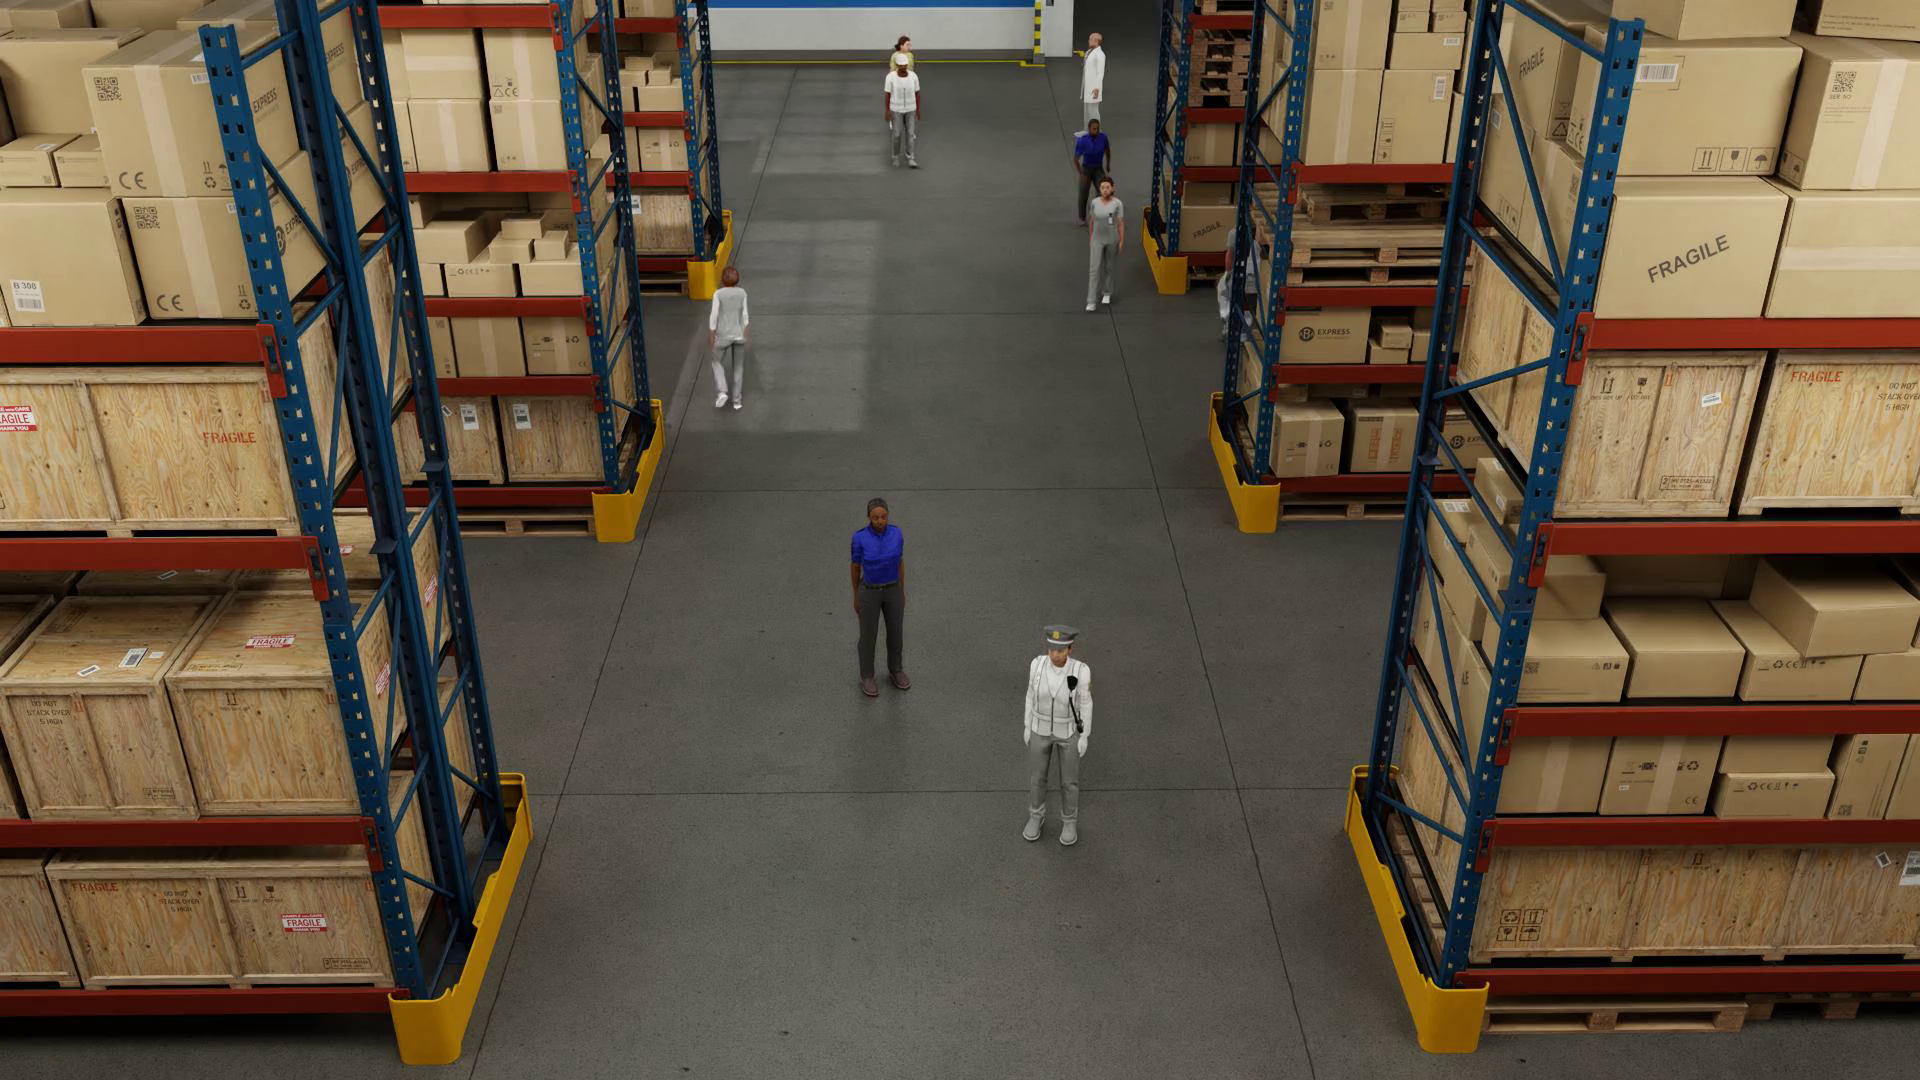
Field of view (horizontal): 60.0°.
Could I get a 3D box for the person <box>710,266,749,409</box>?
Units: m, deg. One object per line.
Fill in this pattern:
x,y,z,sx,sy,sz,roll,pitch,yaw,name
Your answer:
-2.502,-2.176,18.122,0.470,1.588,0.485,-9,30,-17,person

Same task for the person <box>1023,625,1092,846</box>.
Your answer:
0.666,1.331,11.515,0.469,1.686,0.369,7,29,12,person

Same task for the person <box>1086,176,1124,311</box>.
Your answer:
1.822,-3.710,20.905,0.449,1.655,0.787,4,29,8,person

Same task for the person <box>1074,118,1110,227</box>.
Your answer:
1.905,-5.268,23.883,0.604,1.626,0.655,-5,29,-10,person

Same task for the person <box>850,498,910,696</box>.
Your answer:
-0.627,0.438,13.207,0.434,1.656,0.360,-10,30,-18,person

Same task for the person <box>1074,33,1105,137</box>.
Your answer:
2.205,-7.674,28.163,0.382,1.782,0.567,-6,29,-12,person

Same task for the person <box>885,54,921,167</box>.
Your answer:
-0.913,-6.886,26.733,0.586,1.805,0.419,-7,29,-12,person

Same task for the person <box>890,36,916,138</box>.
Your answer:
-0.968,-7.757,28.419,0.458,1.679,0.678,-12,30,-21,person

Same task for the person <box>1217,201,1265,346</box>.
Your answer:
3.364,-3.200,19.780,0.557,1.784,0.436,-4,29,-8,person
